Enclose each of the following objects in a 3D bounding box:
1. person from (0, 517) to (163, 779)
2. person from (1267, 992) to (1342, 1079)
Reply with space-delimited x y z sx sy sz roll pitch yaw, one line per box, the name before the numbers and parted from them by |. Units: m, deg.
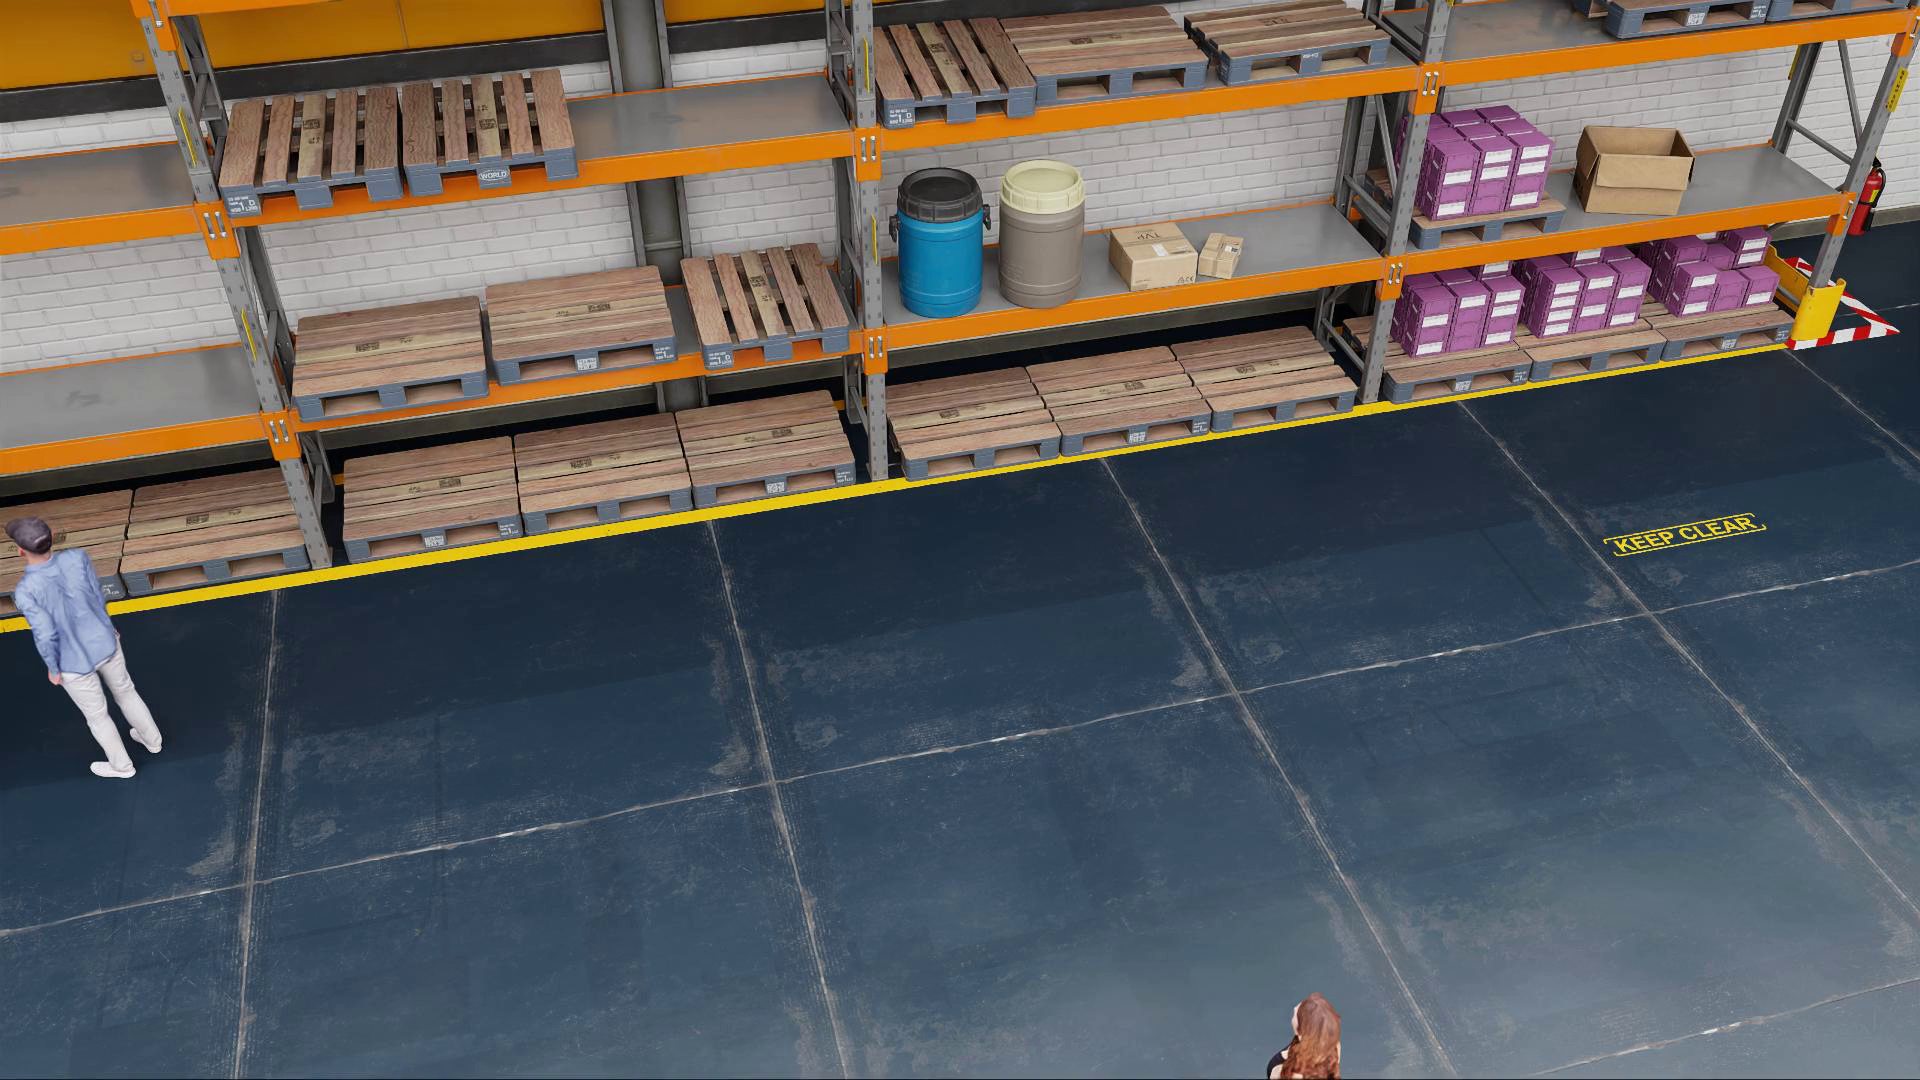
person | -5.056 0.622 9.585 0.783 1.888 0.742 16 41 19
person | 1.459 2.568 7.261 0.608 1.748 0.725 -29 47 -32
